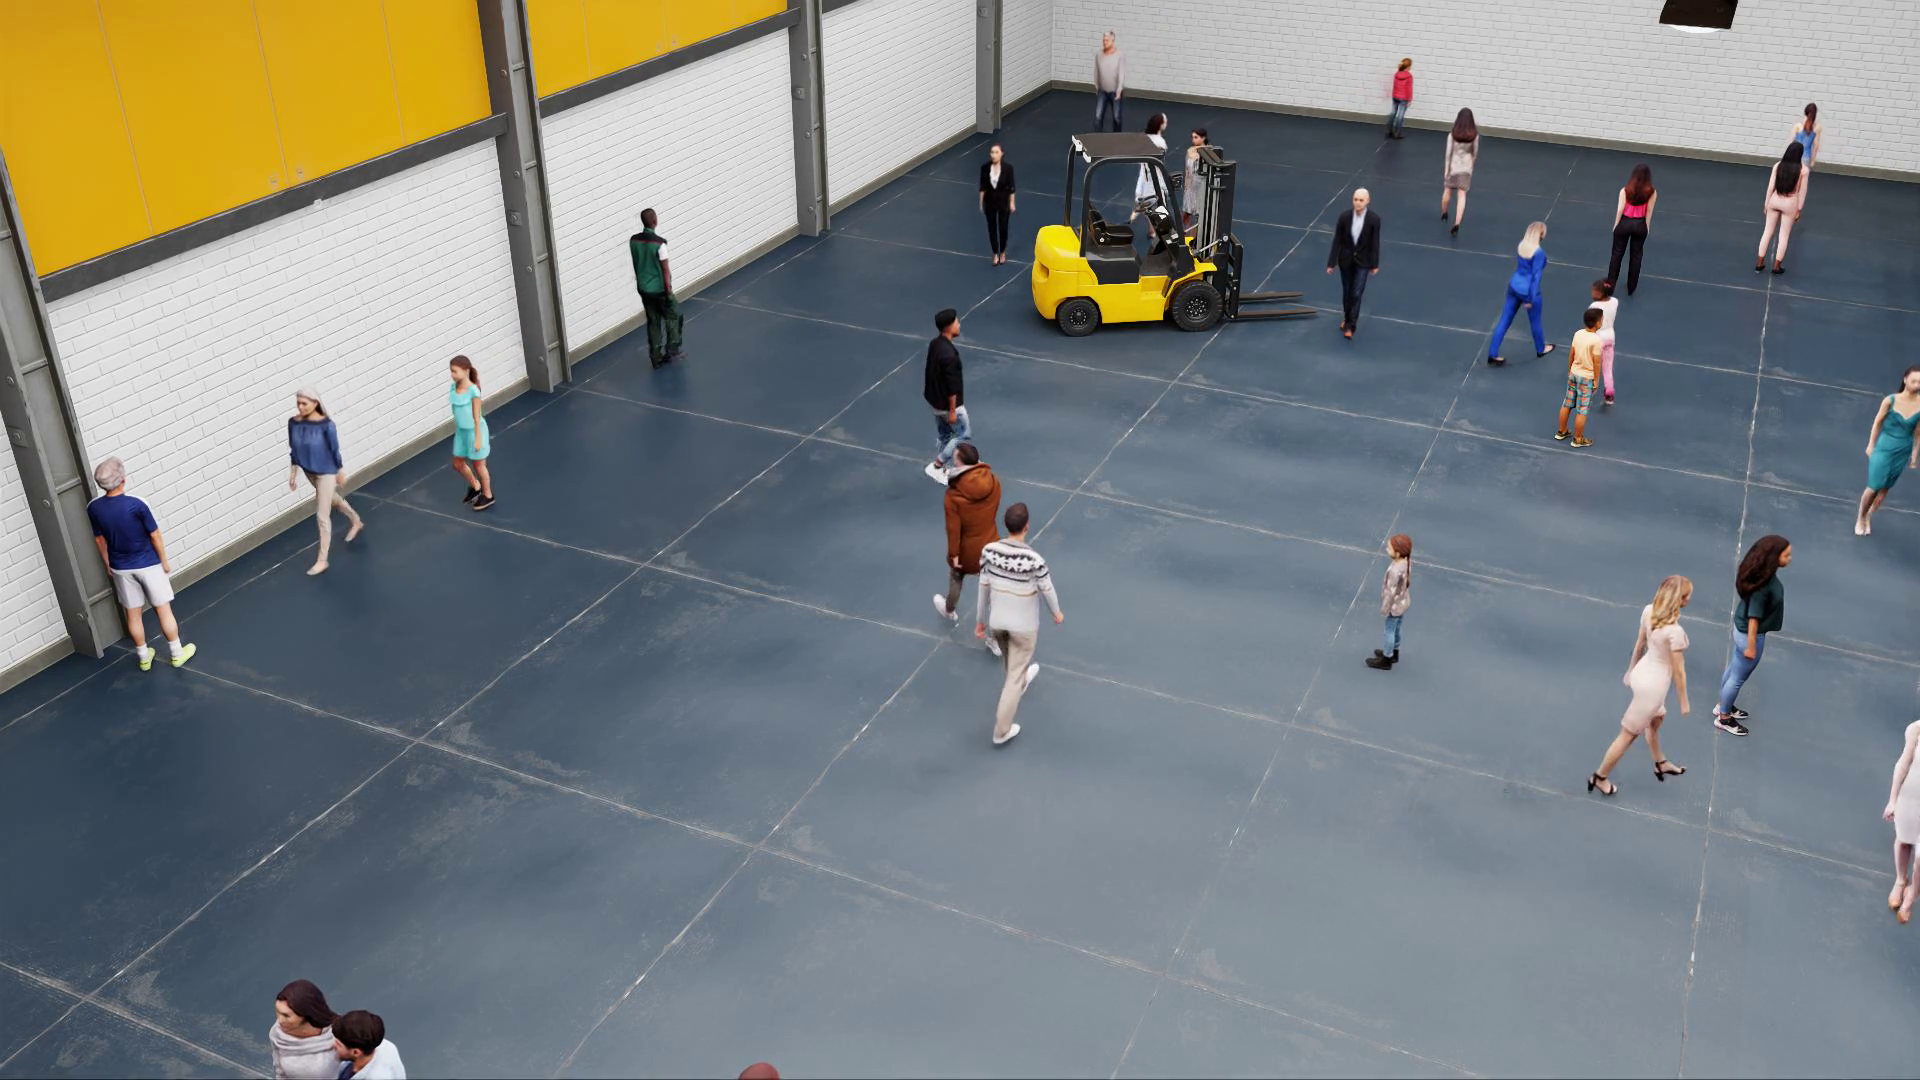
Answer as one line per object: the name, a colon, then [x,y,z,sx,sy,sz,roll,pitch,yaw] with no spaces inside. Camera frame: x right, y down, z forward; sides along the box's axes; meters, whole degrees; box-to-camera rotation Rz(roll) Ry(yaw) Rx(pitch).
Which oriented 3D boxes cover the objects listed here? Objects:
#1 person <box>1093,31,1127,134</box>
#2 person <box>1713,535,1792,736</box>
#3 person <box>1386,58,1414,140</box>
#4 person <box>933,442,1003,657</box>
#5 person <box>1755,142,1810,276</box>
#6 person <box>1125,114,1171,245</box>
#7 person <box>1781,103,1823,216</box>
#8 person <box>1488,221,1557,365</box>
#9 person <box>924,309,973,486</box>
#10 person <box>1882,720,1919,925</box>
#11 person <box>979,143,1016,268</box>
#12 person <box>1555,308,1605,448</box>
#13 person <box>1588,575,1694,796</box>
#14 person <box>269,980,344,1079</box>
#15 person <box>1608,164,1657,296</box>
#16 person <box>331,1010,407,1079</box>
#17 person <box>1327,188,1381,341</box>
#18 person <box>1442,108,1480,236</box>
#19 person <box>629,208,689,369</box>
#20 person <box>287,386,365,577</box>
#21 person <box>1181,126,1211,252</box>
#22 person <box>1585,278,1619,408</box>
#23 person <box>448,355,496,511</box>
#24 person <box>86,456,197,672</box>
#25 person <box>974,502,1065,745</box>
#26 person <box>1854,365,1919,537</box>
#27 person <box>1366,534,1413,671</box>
person: [2.450,-7.197,26.681,0.718,1.858,1.173,12,31,21]
person: [5.931,0.687,12.482,0.648,1.616,0.521,12,31,21]
person: [7.227,-7.273,27.390,0.603,1.313,0.594,-24,37,-37]
person: [0.168,0.115,13.363,1.211,1.776,1.200,-14,31,-23]
person: [10.632,-4.292,21.499,0.681,1.720,0.648,25,37,38]
person: [2.525,-4.817,22.389,1.076,1.792,0.952,-17,33,-28]
person: [11.909,-5.358,23.586,0.670,1.595,0.740,2,29,3]
person: [6.258,-2.743,18.724,1.152,1.660,1.052,-12,31,-21]
person: [-0.209,-1.339,16.005,0.901,1.799,0.837,-9,30,-16]
person: [6.139,1.620,10.599,0.618,1.780,0.701,16,32,27]
person: [0.510,-4.404,21.781,0.658,1.648,0.642,8,30,14]
person: [6.353,-1.673,16.969,0.637,1.461,0.602,-16,32,-26]
person: [4.712,1.057,11.608,0.950,1.803,1.015,-2,29,-3]
person: [-3.234,2.851,8.500,0.670,1.629,0.634,2,29,4]
person: [8.406,-3.891,20.829,0.621,1.660,0.577,6,29,11]
person: [-2.785,2.981,8.071,0.818,1.812,0.725,-6,29,-11]
person: [4.674,-3.290,19.623,0.691,1.759,1.094,12,31,21]
person: [6.871,-5.009,22.843,0.828,1.693,1.162,3,29,6]
person: [-3.462,-2.785,18.627,0.738,1.827,0.751,15,32,26]
person: [-5.641,-0.606,14.816,0.659,1.651,1.164,10,30,18]
person: [3.184,-4.552,21.878,0.718,1.816,0.740,22,36,35]
person: [6.908,-2.111,17.816,0.933,1.419,1.078,-4,29,-7]
person: [-4.561,-1.035,15.708,0.581,1.550,0.603,17,33,29]
person: [-6.520,0.192,13.157,0.723,1.838,0.734,-3,29,-6]
person: [0.358,0.668,12.319,0.806,1.805,1.225,18,33,29]
person: [8.490,-0.825,15.193,0.606,1.674,0.650,6,29,11]
person: [3.485,0.488,13.288,0.564,1.193,0.441,18,33,29]
